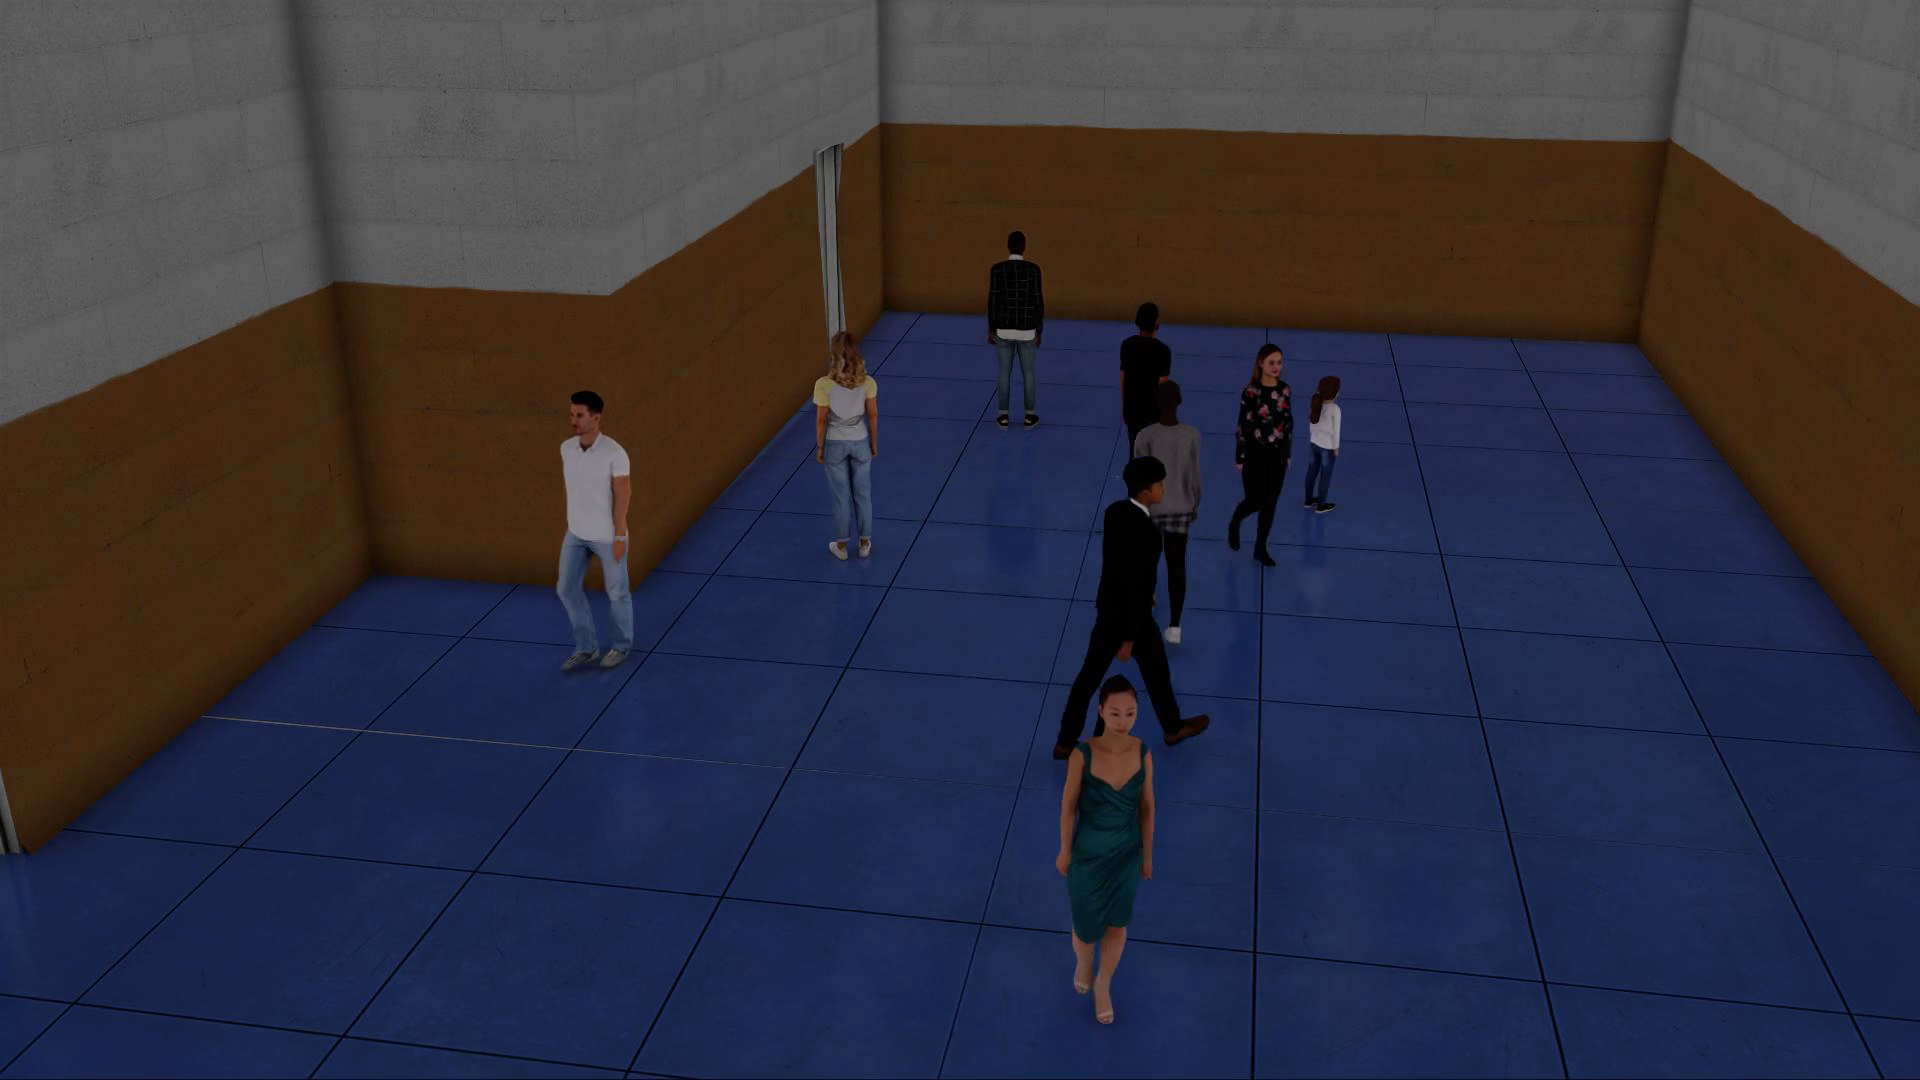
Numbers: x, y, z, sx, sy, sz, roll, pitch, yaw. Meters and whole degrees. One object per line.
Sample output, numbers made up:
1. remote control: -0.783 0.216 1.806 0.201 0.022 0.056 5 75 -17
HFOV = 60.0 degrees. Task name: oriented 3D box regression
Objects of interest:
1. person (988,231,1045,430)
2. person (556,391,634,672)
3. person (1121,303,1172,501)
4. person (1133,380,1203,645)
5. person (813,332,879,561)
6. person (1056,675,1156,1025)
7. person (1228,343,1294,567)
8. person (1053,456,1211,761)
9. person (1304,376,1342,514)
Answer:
1. person: 0.509 -1.925 15.254 0.514 1.820 0.734 2 22 5
2. person: -2.266 -0.077 10.613 0.750 1.852 0.834 10 24 23
3. person: 1.409 -0.965 12.961 0.798 1.749 0.870 20 29 40
4. person: 1.371 -0.147 10.951 1.172 1.730 0.884 -1 22 -2
5. person: -0.834 -0.691 12.293 0.638 1.723 0.769 -6 23 -15
6. person: 0.620 1.349 7.298 0.645 1.677 0.730 -4 22 -10
7. person: 2.198 -0.642 12.260 0.758 1.672 0.809 -9 24 -22
8. person: 0.837 0.440 9.361 1.328 1.825 1.127 -9 23 -20
9. person: 2.917 -0.783 13.367 0.583 1.108 0.522 -15 26 -33
